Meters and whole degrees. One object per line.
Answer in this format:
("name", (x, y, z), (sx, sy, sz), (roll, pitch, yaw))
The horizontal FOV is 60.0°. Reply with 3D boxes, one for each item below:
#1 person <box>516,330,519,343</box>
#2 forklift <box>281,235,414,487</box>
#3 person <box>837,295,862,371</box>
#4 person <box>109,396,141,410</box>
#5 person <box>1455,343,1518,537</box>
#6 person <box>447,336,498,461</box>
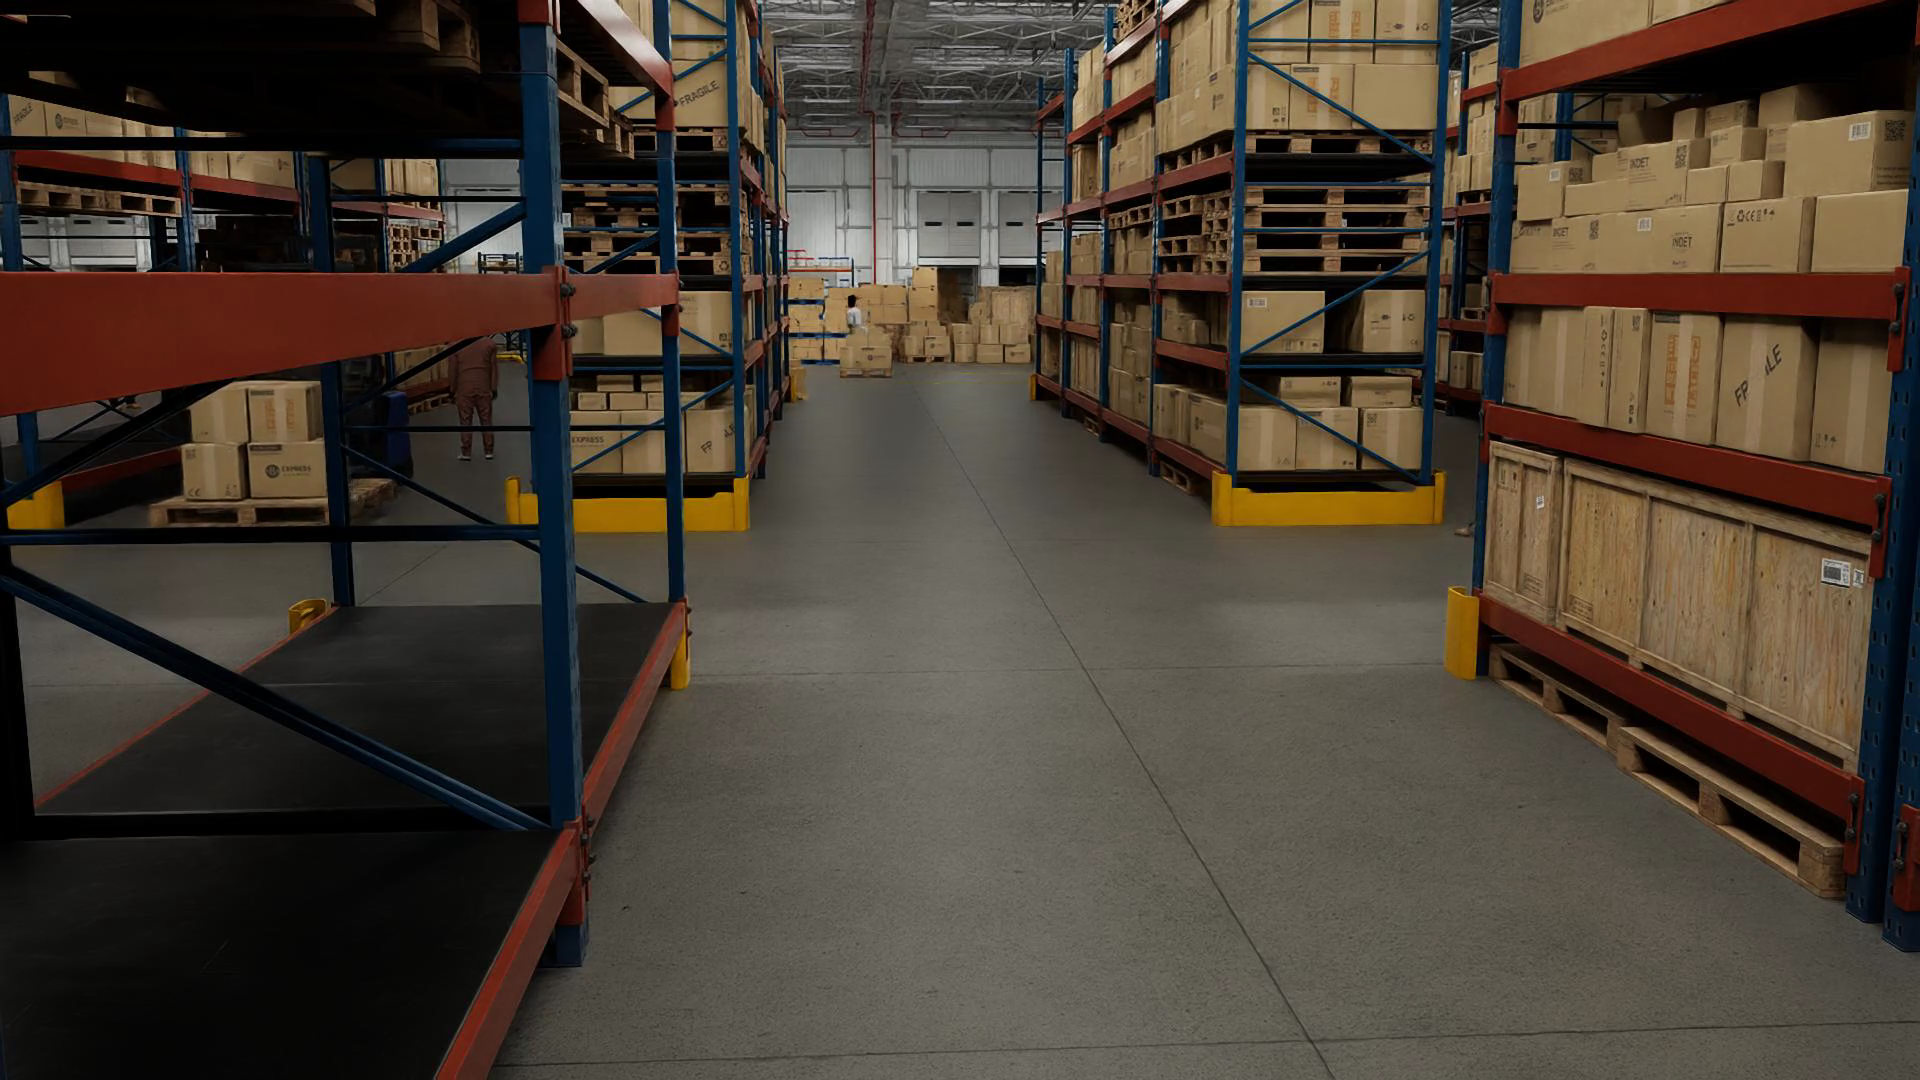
("person", (-15.343, -7.676, 57.590), (0.540, 1.831, 0.522), (3, 10, 20))
("forklift", (-6.751, -1.899, 18.051), (1.129, 2.768, 1.873), (-1, 9, -4))
("person", (-2.599, -5.143, 41.433), (0.997, 1.929, 0.620), (5, 10, 30))
("person", (-14.962, -3.334, 29.693), (0.539, 2.000, 0.689), (4, 10, 25))
("person", (5.113, -1.001, 15.186), (0.992, 2.008, 0.622), (-1, 9, -4))
("person", (-6.340, -1.986, 21.646), (0.651, 1.907, 0.409), (-5, 10, -30))
